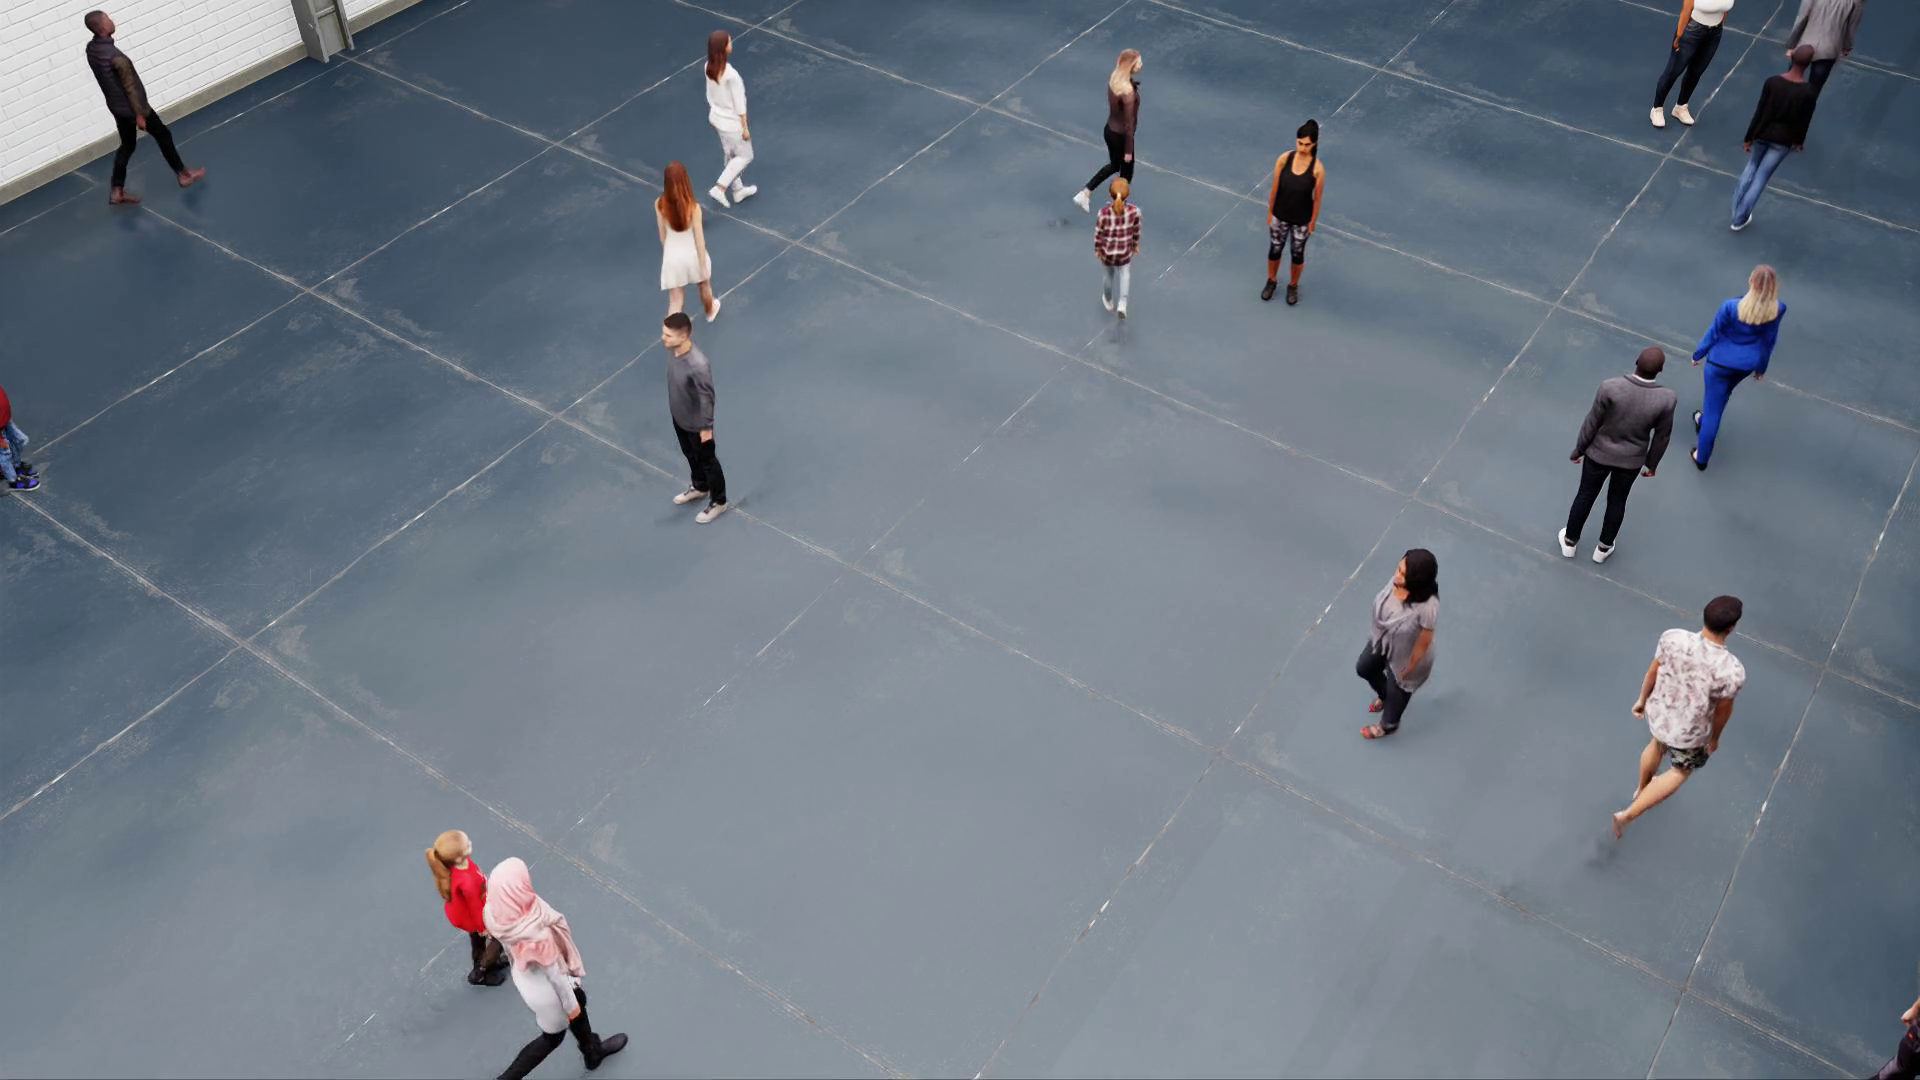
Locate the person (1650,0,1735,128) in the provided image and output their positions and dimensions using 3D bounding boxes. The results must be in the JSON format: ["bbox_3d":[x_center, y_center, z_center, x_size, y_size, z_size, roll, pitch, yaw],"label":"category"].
[{"bbox_3d":[7.056,-4.845,15.933,0.743,1.809,0.805,-7,44,-8],"label":"person"}]

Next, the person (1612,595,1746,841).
[{"bbox_3d":[4.176,1.068,9.737,1.051,1.794,0.863,-27,50,-26],"label":"person"}]

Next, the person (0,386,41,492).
[{"bbox_3d":[-7.116,-0.846,12.145,0.651,1.245,0.606,-11,45,-11],"label":"person"}]

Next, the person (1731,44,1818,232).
[{"bbox_3d":[7.086,-3.474,14.547,0.654,1.737,0.709,33,53,30],"label":"person"}]

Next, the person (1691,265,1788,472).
[{"bbox_3d":[5.698,-1.222,12.227,0.911,1.676,1.036,3,44,3],"label":"person"}]

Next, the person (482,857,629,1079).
[{"bbox_3d":[-2.188,2.315,8.444,1.155,1.772,0.833,-30,51,-28],"label":"person"}]

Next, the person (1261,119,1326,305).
[{"bbox_3d":[2.764,-2.724,13.814,0.603,1.662,0.561,18,46,18],"label":"person"}]

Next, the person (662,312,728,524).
[{"bbox_3d":[-1.896,-0.888,11.814,0.617,1.761,0.674,-29,51,-27],"label":"person"}]

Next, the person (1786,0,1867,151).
[{"bbox_3d":[8.020,-4.562,15.614,0.773,1.839,0.854,25,49,24],"label":"person"}]

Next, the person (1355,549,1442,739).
[{"bbox_3d":[2.813,0.624,10.345,0.835,1.600,0.785,-10,45,-11],"label":"person"}]

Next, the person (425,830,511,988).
[{"bbox_3d":[-2.718,2.052,9.082,0.605,1.273,0.575,-26,49,-24],"label":"person"}]

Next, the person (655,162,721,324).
[{"bbox_3d":[-2.227,-2.174,13.235,0.892,1.664,1.217,9,44,9],"label":"person"}]

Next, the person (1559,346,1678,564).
[{"bbox_3d":[4.515,-0.580,11.451,0.787,1.817,0.683,14,45,15],"label":"person"}]

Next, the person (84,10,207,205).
[{"bbox_3d":[-7.504,-3.817,14.862,0.732,1.799,1.153,28,50,26],"label":"person"}]

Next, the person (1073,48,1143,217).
[{"bbox_3d":[1.334,-3.533,14.643,0.986,1.689,0.893,-12,45,-12],"label":"person"}]

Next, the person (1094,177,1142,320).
[{"bbox_3d":[1.305,-2.384,13.720,0.749,1.298,0.836,-1,44,-1],"label":"person"}]

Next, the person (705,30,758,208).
[{"bbox_3d":[-2.107,-3.714,14.838,0.692,1.682,0.834,34,53,31],"label":"person"}]
